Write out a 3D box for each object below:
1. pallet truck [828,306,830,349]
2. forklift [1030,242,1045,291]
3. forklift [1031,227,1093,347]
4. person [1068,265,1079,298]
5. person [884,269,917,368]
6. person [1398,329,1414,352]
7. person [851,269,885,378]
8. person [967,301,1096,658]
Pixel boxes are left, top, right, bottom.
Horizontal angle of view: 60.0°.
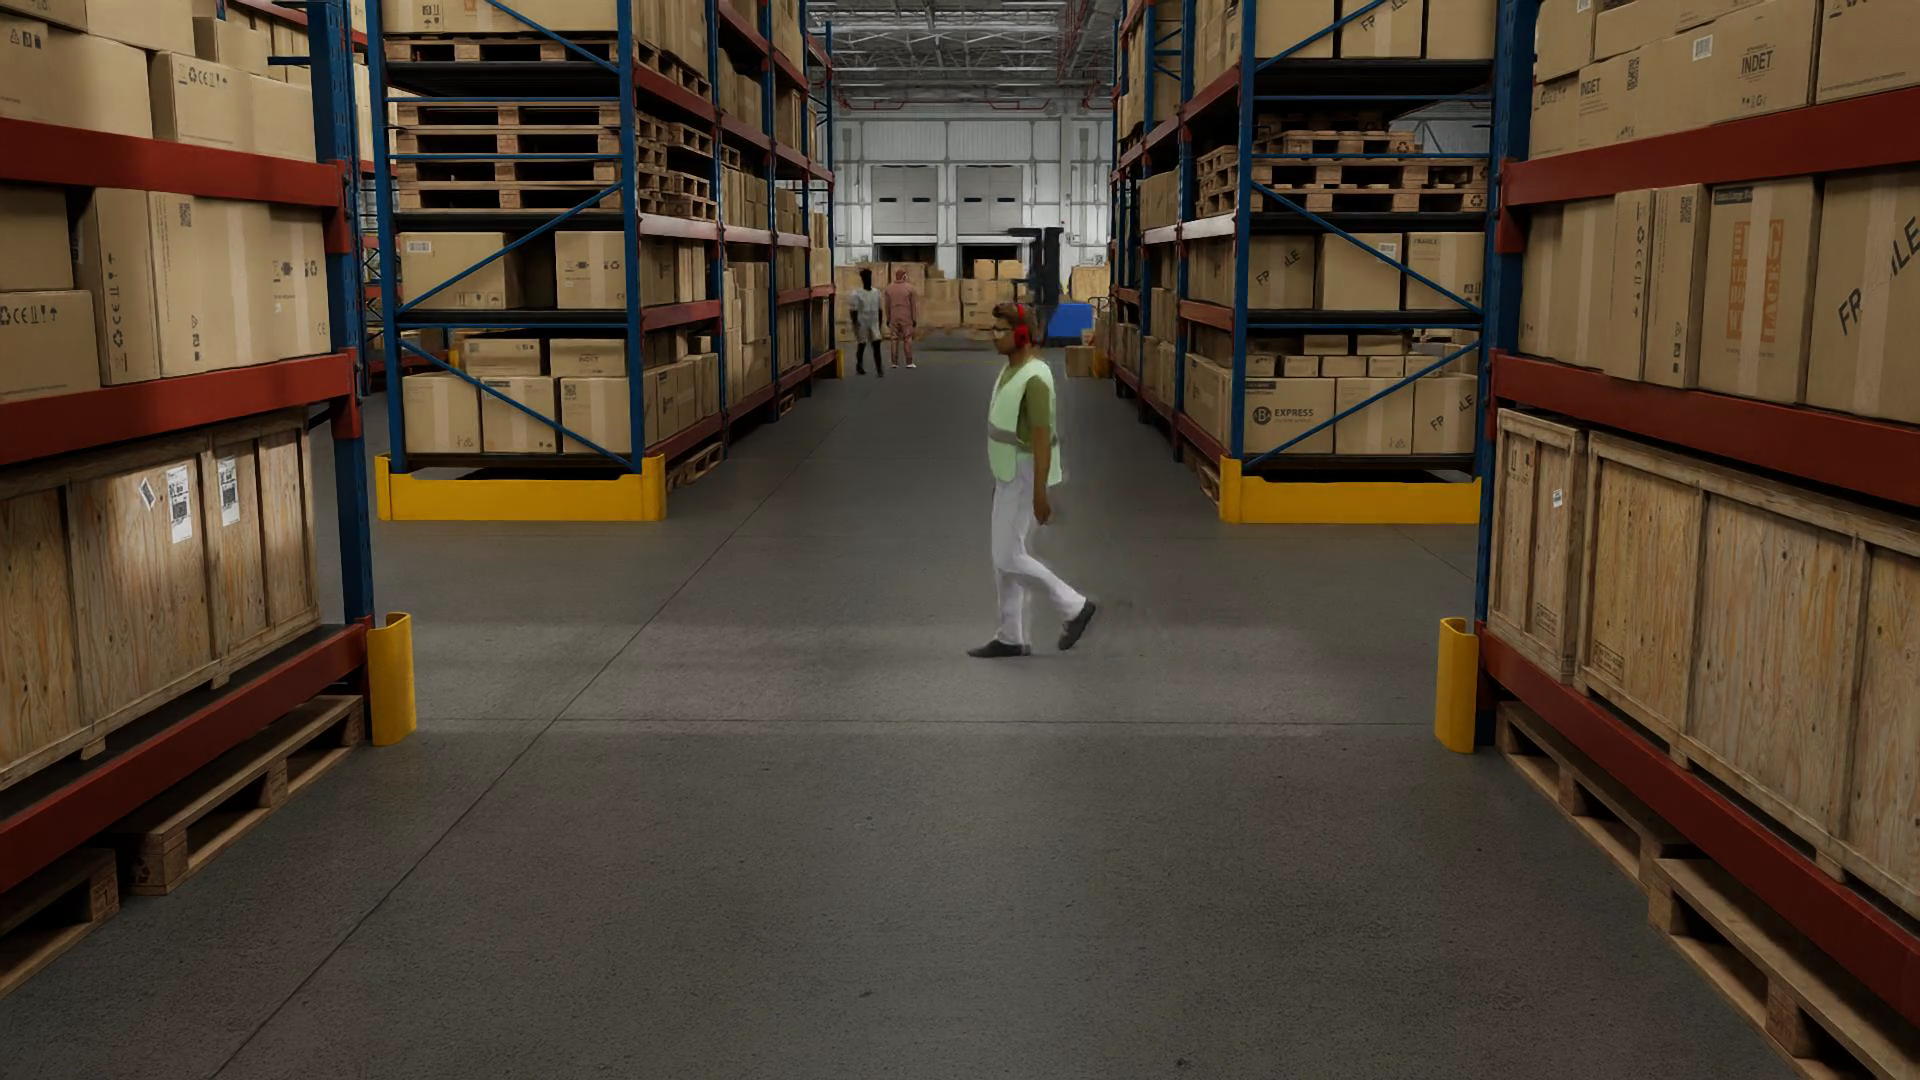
[{"bbox_3d":[-3.100,-3.940,29.800,1.885,1.965,0.823,3,10,19],"label":"pallet truck"},{"bbox_3d":[3.230,-10.146,64.339,1.129,2.768,1.873,0,9,1],"label":"forklift"},{"bbox_3d":[2.142,-5.842,38.557,1.873,2.768,1.129,0,9,0],"label":"forklift"},{"bbox_3d":[3.969,-8.332,56.283,0.627,1.940,0.370,6,11,32],"label":"person"},{"bbox_3d":[-1.118,-4.240,31.886,0.638,1.904,0.402,3,10,16],"label":"person"},{"bbox_3d":[9.591,-4.927,35.795,0.618,1.979,0.542,-9,13,-44],"label":"person"},{"bbox_3d":[-1.633,-3.831,29.441,0.616,1.909,1.005,-4,10,-22],"label":"person"},{"bbox_3d":[0.344,-0.290,8.441,0.548,1.830,0.570,-2,10,-10],"label":"person"}]
